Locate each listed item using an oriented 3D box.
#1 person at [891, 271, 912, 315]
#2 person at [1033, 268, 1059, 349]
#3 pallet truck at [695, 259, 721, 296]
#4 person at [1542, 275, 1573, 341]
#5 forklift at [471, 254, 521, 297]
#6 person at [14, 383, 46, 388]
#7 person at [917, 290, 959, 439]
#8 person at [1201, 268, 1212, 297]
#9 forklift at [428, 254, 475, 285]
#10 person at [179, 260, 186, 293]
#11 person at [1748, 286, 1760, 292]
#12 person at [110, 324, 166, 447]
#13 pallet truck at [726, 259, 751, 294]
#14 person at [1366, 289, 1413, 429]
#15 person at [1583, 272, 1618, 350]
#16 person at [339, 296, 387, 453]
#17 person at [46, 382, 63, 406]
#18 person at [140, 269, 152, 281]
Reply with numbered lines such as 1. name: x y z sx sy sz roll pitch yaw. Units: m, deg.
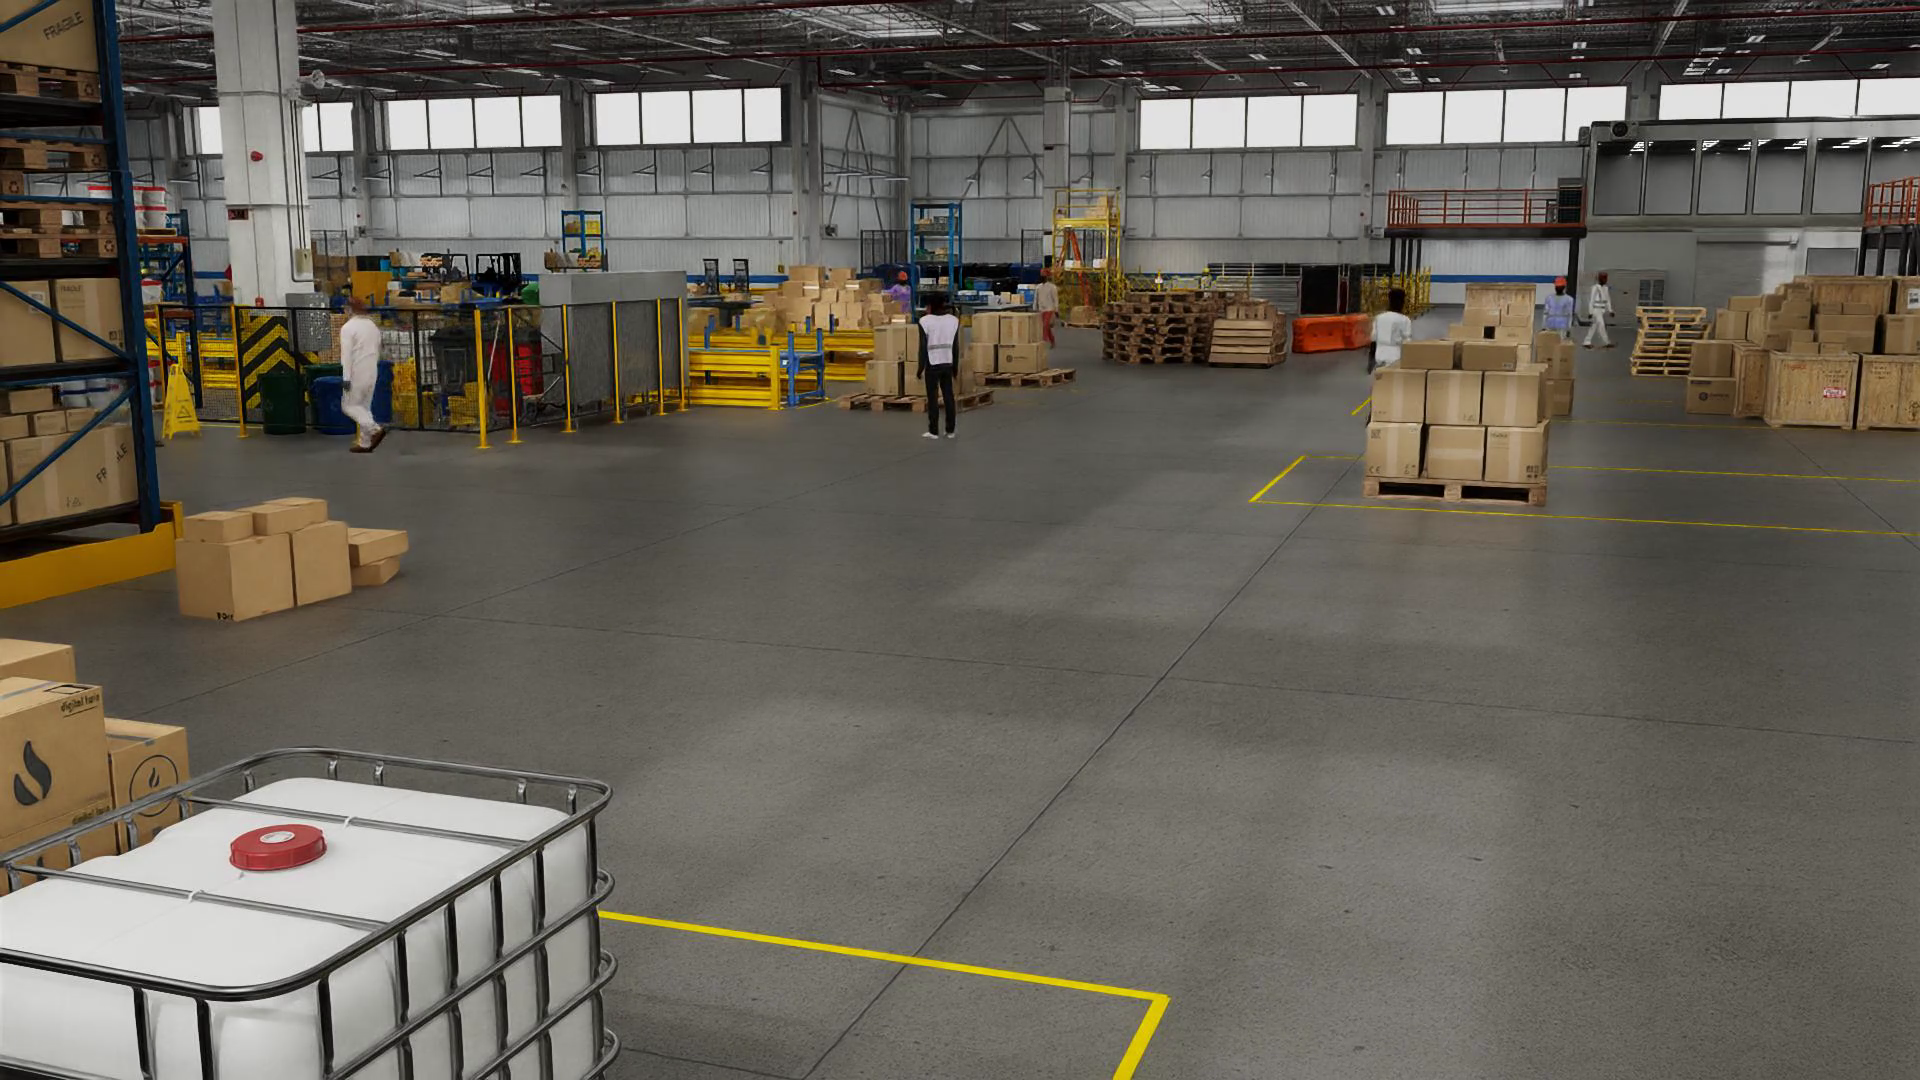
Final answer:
1. person: -1.449 -5.538 40.069 0.588 1.898 0.870 -6 12 -32
2. person: 2.083 -5.511 39.750 0.639 1.956 1.000 8 13 38
3. pallet truck: -9.165 -9.627 62.776 0.823 1.965 1.885 4 11 23
4. person: 11.495 -4.121 31.979 0.569 1.924 0.593 8 13 39
5. forklift: -17.990 -10.121 64.684 1.157 1.987 2.680 3 11 17
6. person: -10.586 -1.655 18.795 0.662 1.675 0.537 -2 10 -10
7. person: -0.272 -2.266 21.546 0.597 1.916 0.371 -6 12 -30
8. person: 8.199 -8.219 55.560 0.487 1.744 0.297 -9 14 -42
9. forklift: -20.133 -10.254 65.465 1.157 1.987 2.680 3 11 19
10. person: -31.163 -10.402 67.241 0.699 1.971 0.634 -8 13 -39
11. person: 27.418 -8.527 57.605 0.494 1.624 0.279 4 11 20
12. person: -10.316 -1.945 20.672 0.854 1.585 0.517 3 11 17
13. pallet truck: -7.986 -9.493 62.019 0.823 1.965 1.885 3 11 17
14. person: 5.875 -2.450 22.623 0.987 1.910 0.590 -6 12 -29
15. person: 15.349 -5.457 39.725 0.594 1.831 0.972 -9 13 -41
16. person: -7.162 -1.972 19.955 0.506 1.891 0.676 2 10 12
17. person: -12.017 -2.310 21.645 1.068 1.982 0.616 6 11 29
18. person: -26.757 -8.063 54.765 0.537 1.722 0.939 5 11 28
